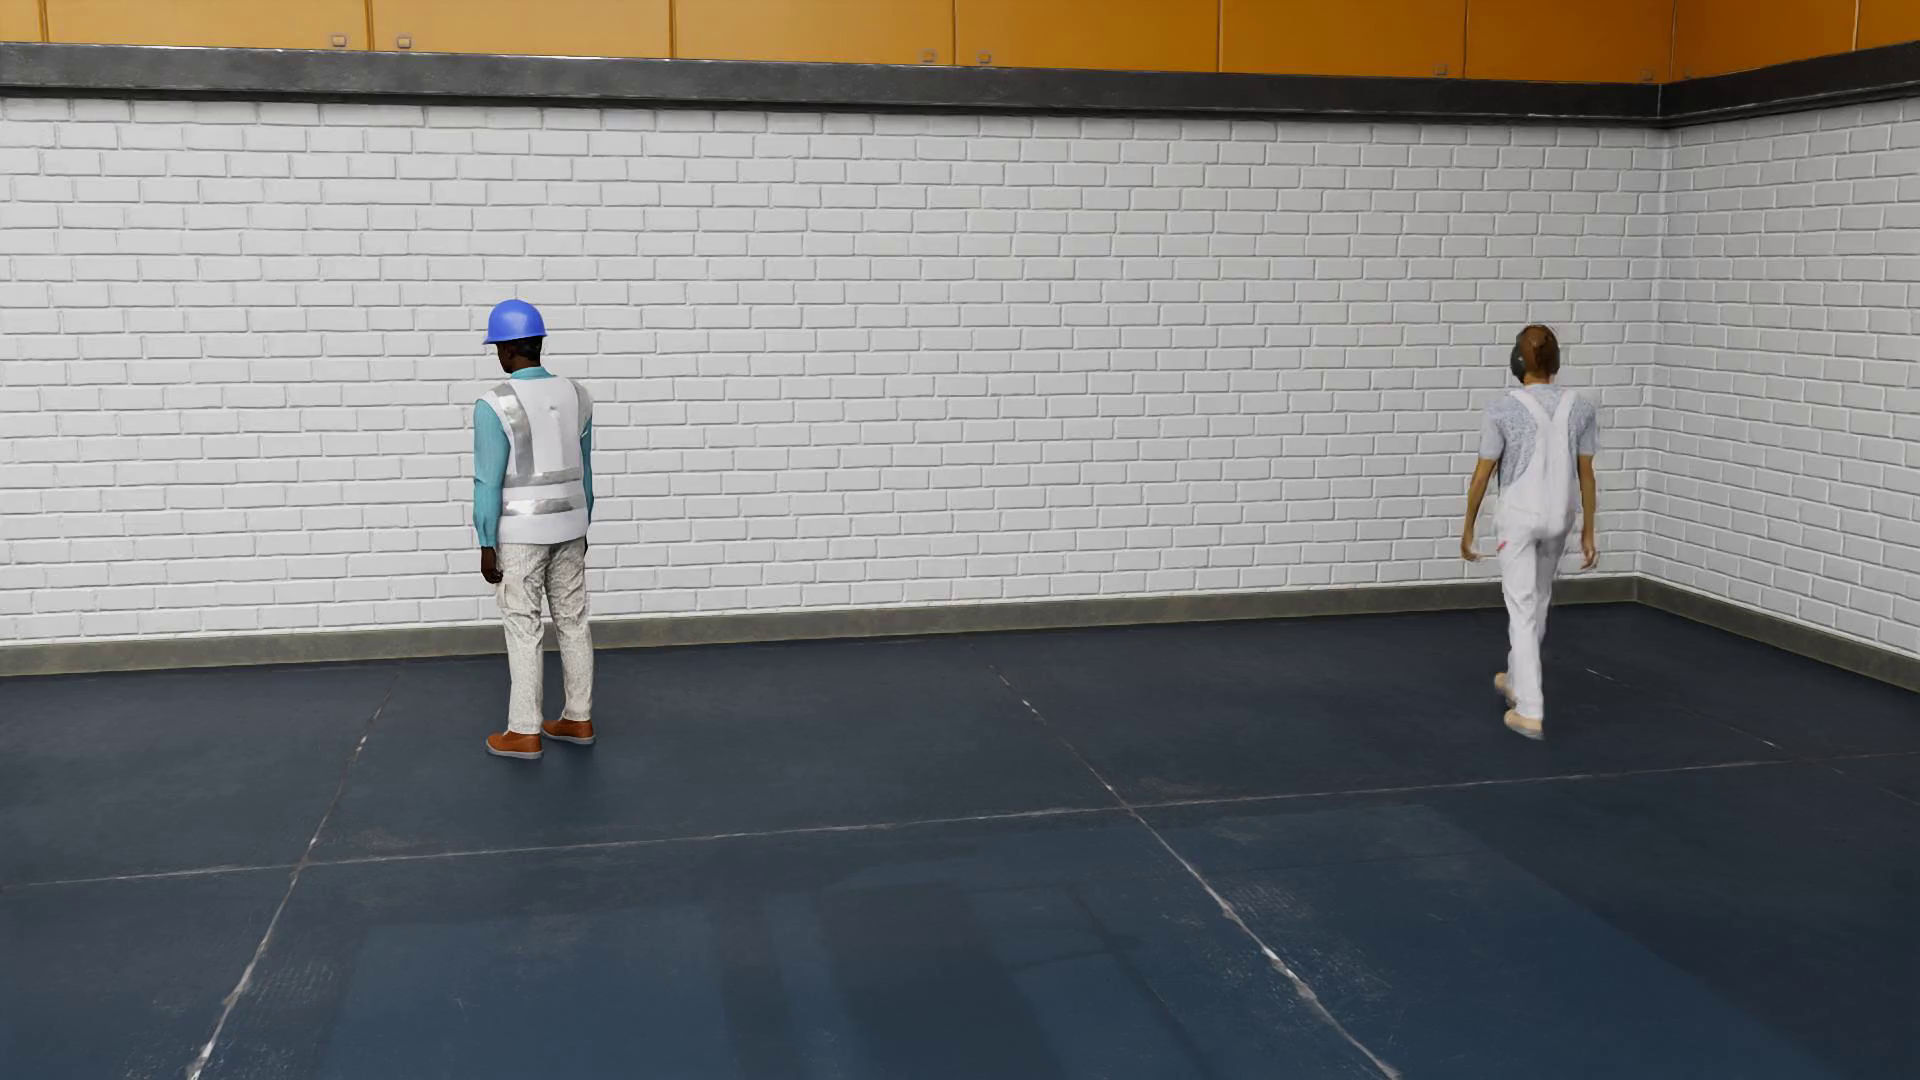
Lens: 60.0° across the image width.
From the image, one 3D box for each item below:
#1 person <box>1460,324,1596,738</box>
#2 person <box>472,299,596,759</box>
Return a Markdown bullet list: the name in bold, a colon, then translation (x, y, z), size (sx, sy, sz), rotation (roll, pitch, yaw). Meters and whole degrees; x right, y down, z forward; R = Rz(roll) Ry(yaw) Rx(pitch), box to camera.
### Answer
- **person**: translation (2.551, -0.065, 7.578), size (0.541, 1.809, 0.867), rotation (-1, 9, -6)
- **person**: translation (-1.809, -0.043, 7.060), size (0.415, 1.939, 0.604), rotation (7, 11, 35)
